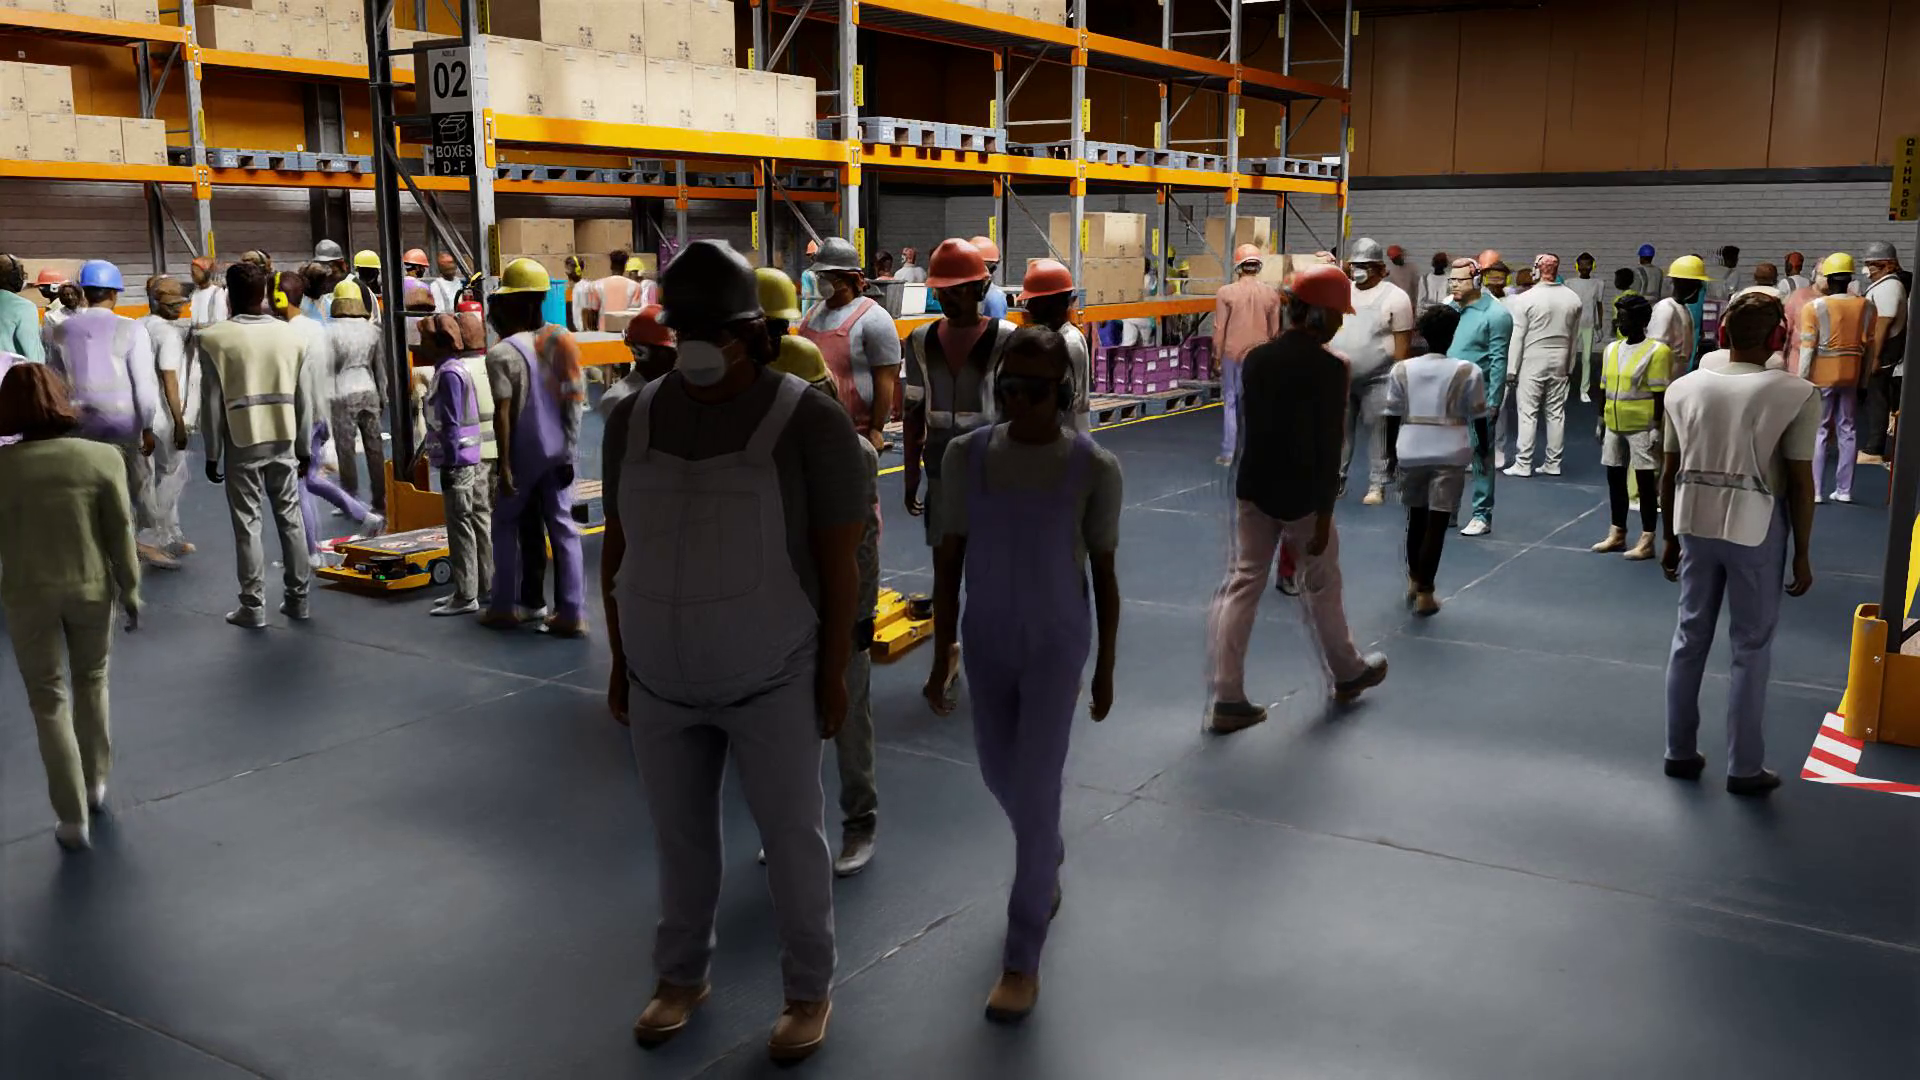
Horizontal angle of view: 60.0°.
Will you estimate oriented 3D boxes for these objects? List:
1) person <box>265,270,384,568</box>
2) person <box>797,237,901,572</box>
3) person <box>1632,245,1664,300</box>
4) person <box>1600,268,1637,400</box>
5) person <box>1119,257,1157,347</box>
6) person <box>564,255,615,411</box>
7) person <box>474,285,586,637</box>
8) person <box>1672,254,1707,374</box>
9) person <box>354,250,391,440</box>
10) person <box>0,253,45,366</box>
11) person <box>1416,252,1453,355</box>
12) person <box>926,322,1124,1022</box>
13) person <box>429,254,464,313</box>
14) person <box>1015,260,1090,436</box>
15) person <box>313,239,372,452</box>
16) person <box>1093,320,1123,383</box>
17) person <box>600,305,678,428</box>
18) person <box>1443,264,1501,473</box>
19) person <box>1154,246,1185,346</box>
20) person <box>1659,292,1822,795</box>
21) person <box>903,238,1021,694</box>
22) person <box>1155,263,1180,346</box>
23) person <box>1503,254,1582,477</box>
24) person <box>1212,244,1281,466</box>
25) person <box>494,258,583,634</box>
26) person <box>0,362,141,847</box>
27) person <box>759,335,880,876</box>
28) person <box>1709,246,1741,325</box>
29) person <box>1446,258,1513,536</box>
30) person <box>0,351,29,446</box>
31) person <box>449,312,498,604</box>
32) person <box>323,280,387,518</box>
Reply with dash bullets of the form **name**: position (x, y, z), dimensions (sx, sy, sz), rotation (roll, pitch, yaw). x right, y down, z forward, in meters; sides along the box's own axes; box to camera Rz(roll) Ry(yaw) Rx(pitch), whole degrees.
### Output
- **person**: position (-3.951, -0.724, 10.196), dimensions (0.600, 1.846, 0.526), rotation (1, 10, 6)
- **person**: position (-0.697, -0.660, 9.289), dimensions (0.676, 2.000, 0.536), rotation (8, 13, 39)
- **person**: position (10.521, -3.556, 25.582), dimensions (0.605, 1.951, 0.384), rotation (-5, 12, -27)
- **person**: position (8.331, -2.563, 20.829), dimensions (0.595, 1.676, 0.493), rotation (-10, 14, -43)
- **person**: position (2.467, -3.030, 23.083), dimensions (0.631, 1.809, 0.913), rotation (4, 11, 22)
- **person**: position (-4.366, -2.436, 19.647), dimensions (0.600, 1.849, 0.566), rotation (-2, 10, -10)
- **person**: position (-2.234, -0.411, 8.582), dimensions (0.832, 1.793, 0.534), rotation (8, 13, 39)
- **person**: position (9.301, -2.724, 21.266), dimensions (0.515, 1.843, 0.326), rotation (-3, 11, -18)
- **person**: position (-5.978, -1.959, 16.829), dimensions (0.393, 1.920, 0.585), rotation (-4, 11, -23)
- **person**: position (-6.825, -1.090, 11.985), dimensions (0.632, 1.932, 0.366), rotation (4, 11, 23)
- **person**: position (6.910, -3.236, 24.069), dimensions (0.586, 1.856, 0.812), rotation (4, 11, 20)
- **person**: position (0.203, 0.297, 4.613), dimensions (0.501, 1.816, 0.896), rotation (4, 11, 21)
- **person**: position (-6.373, -2.609, 20.611), dimensions (0.614, 1.853, 0.631), rotation (5, 11, 25)
- **person**: position (0.471, -0.463, 8.525), dimensions (0.389, 1.925, 0.550), rotation (-1, 10, -4)
- **person**: position (-5.973, -1.847, 15.867), dimensions (0.681, 2.000, 0.535), rotation (2, 10, 10)
- **person**: position (2.072, -3.229, 23.524), dimensions (0.536, 2.000, 0.684), rotation (4, 11, 22)
- **person**: position (-1.311, -0.137, 7.194), dimensions (0.347, 1.746, 0.573), rotation (3, 11, 17)
- **person**: position (4.453, -1.512, 14.549), dimensions (0.384, 1.845, 0.565), rotation (-9, 13, -40)
- **person**: position (3.186, -3.534, 25.519), dimensions (0.588, 1.930, 0.360), rotation (-7, 13, -36)
- **person**: position (2.836, 0.014, 6.123), dimensions (0.399, 1.836, 0.561), rotation (-8, 13, -38)
- **person**: position (0.017, -0.297, 7.326), dimensions (0.614, 2.029, 0.409), rotation (4, 11, 23)
- **person**: position (2.832, -3.043, 23.319), dimensions (0.484, 1.732, 0.595), rotation (-8, 13, -37)
- **person**: position (4.967, -1.483, 14.247), dimensions (0.644, 1.900, 0.399), rotation (-3, 11, -15)
- **person**: position (2.563, -1.652, 14.948), dimensions (0.614, 1.987, 0.408), rotation (-2, 10, -9)
- **person**: position (-2.201, -0.483, 8.619), dimensions (0.587, 1.927, 0.368), rotation (7, 12, 34)
- **person**: position (-3.112, 0.203, 5.677), dimensions (0.513, 1.611, 0.674), rotation (-8, 13, -39)
- **person**: position (-0.496, 0.210, 5.335), dimensions (0.492, 1.729, 0.324), rotation (3, 11, 18)
- **person**: position (11.276, -3.326, 24.349), dimensions (0.884, 1.929, 0.640), rotation (-2, 11, -14)
- **person**: position (3.476, -0.985, 11.499), dimensions (0.399, 1.900, 0.645), rotation (-7, 12, -34)
- **person**: position (-5.596, -0.517, 9.608), dimensions (0.514, 1.641, 0.308), rotation (-7, 12, -34)
- **person**: position (-2.695, -0.453, 9.283), dimensions (0.319, 1.627, 0.539), rotation (4, 11, 21)
- **person**: position (-4.458, -1.034, 12.228), dimensions (0.346, 1.734, 0.489), rotation (9, 14, 41)
